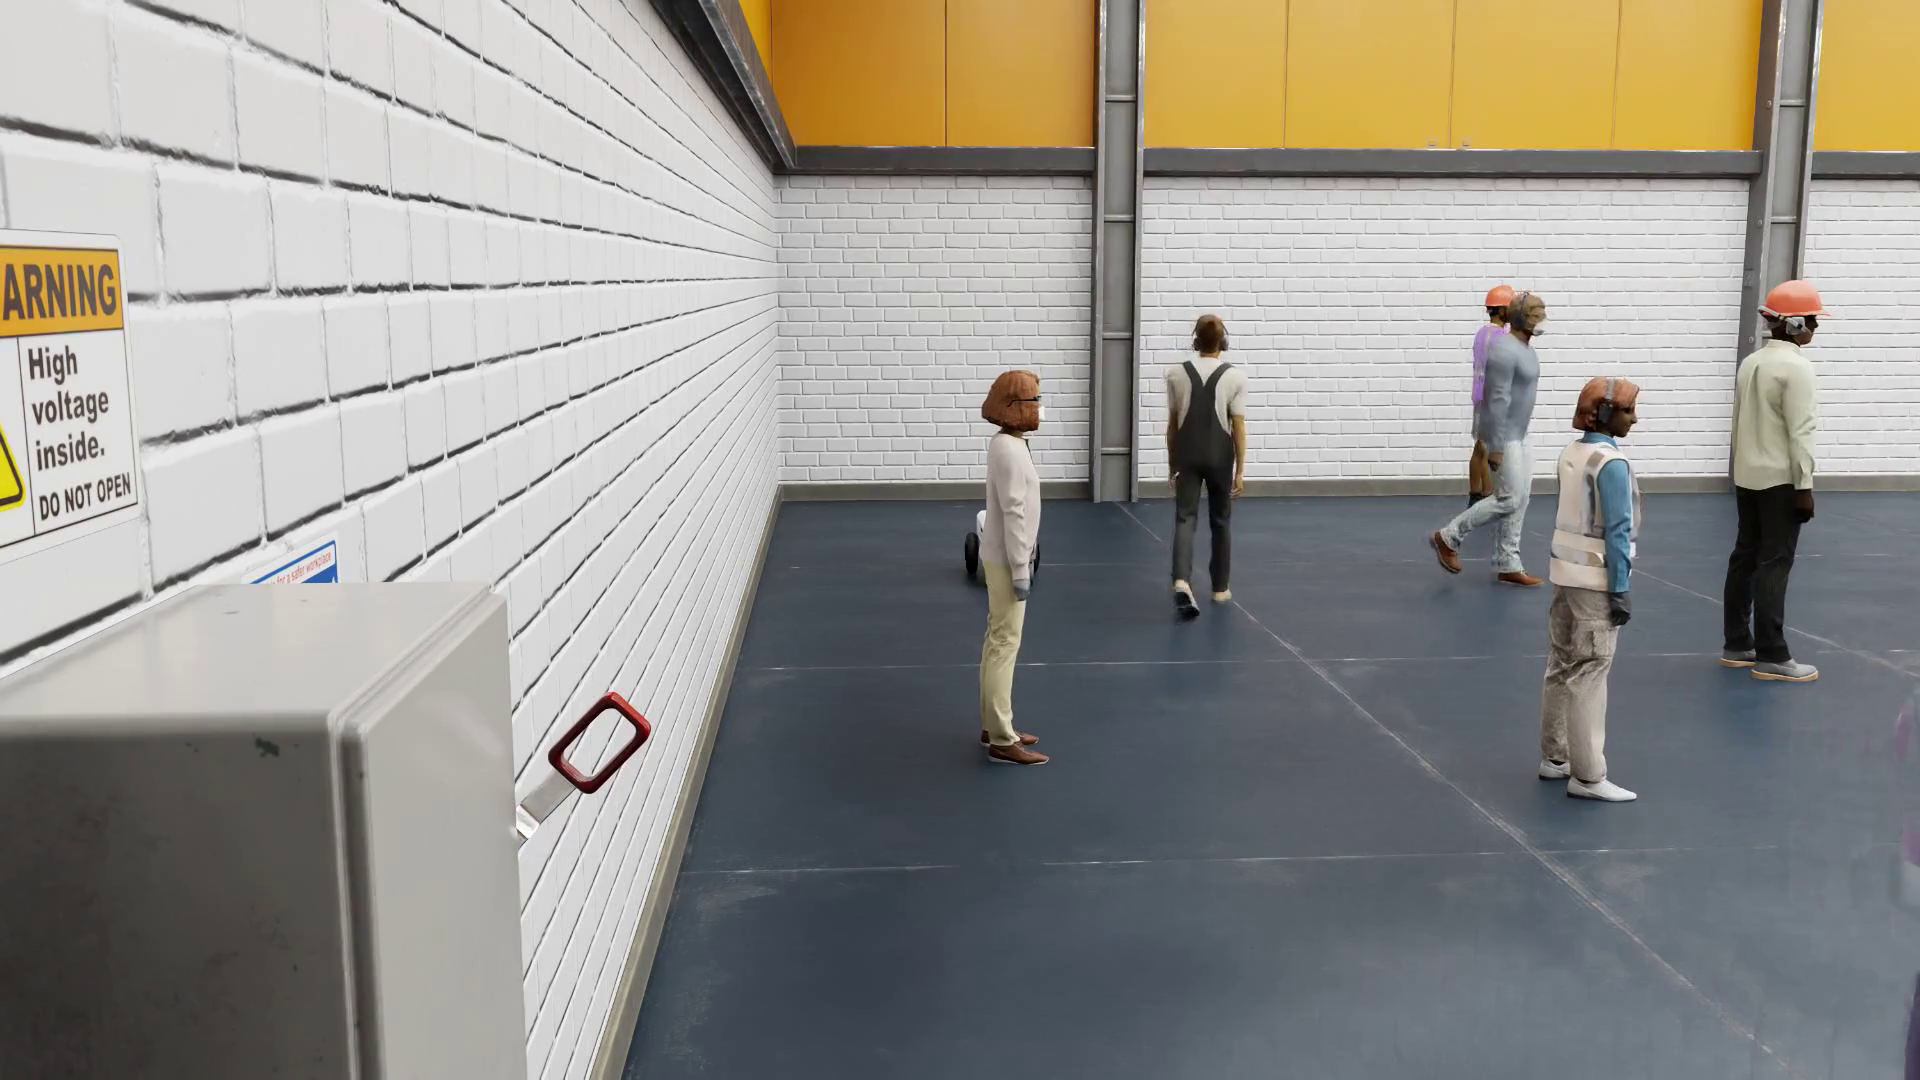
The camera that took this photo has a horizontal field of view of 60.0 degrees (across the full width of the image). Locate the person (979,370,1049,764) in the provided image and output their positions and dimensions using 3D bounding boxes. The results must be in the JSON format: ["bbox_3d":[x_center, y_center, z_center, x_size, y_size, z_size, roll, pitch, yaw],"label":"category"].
[{"bbox_3d":[0.221,0.107,6.959,0.282,1.634,0.498,0,9,-3],"label":"person"}]

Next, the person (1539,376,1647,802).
[{"bbox_3d":[2.455,0.183,6.471,0.313,1.637,0.513,0,9,-3],"label":"person"}]

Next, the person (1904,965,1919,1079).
[{"bbox_3d":[1.224,0.759,1.748,1.042,2.000,0.625,-1,9,-4],"label":"person"}]

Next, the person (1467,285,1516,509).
[{"bbox_3d":[4.504,-1.168,14.011,0.369,1.939,0.542,0,9,-3],"label":"person"}]

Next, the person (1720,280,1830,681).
[{"bbox_3d":[4.112,-0.299,8.377,0.383,1.996,0.609,0,9,-3],"label":"person"}]

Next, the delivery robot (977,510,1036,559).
[{"bbox_3d":[0.302,-0.051,11.037,0.477,0.478,0.707,-1,9,-4],"label":"delivery robot"}]

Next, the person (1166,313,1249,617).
[{"bbox_3d":[1.456,-0.448,9.960,0.500,1.807,0.926,2,9,15],"label":"person"}]

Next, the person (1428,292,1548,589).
[{"bbox_3d":[3.468,-0.643,10.772,0.635,1.920,0.641,6,11,32],"label":"person"}]
